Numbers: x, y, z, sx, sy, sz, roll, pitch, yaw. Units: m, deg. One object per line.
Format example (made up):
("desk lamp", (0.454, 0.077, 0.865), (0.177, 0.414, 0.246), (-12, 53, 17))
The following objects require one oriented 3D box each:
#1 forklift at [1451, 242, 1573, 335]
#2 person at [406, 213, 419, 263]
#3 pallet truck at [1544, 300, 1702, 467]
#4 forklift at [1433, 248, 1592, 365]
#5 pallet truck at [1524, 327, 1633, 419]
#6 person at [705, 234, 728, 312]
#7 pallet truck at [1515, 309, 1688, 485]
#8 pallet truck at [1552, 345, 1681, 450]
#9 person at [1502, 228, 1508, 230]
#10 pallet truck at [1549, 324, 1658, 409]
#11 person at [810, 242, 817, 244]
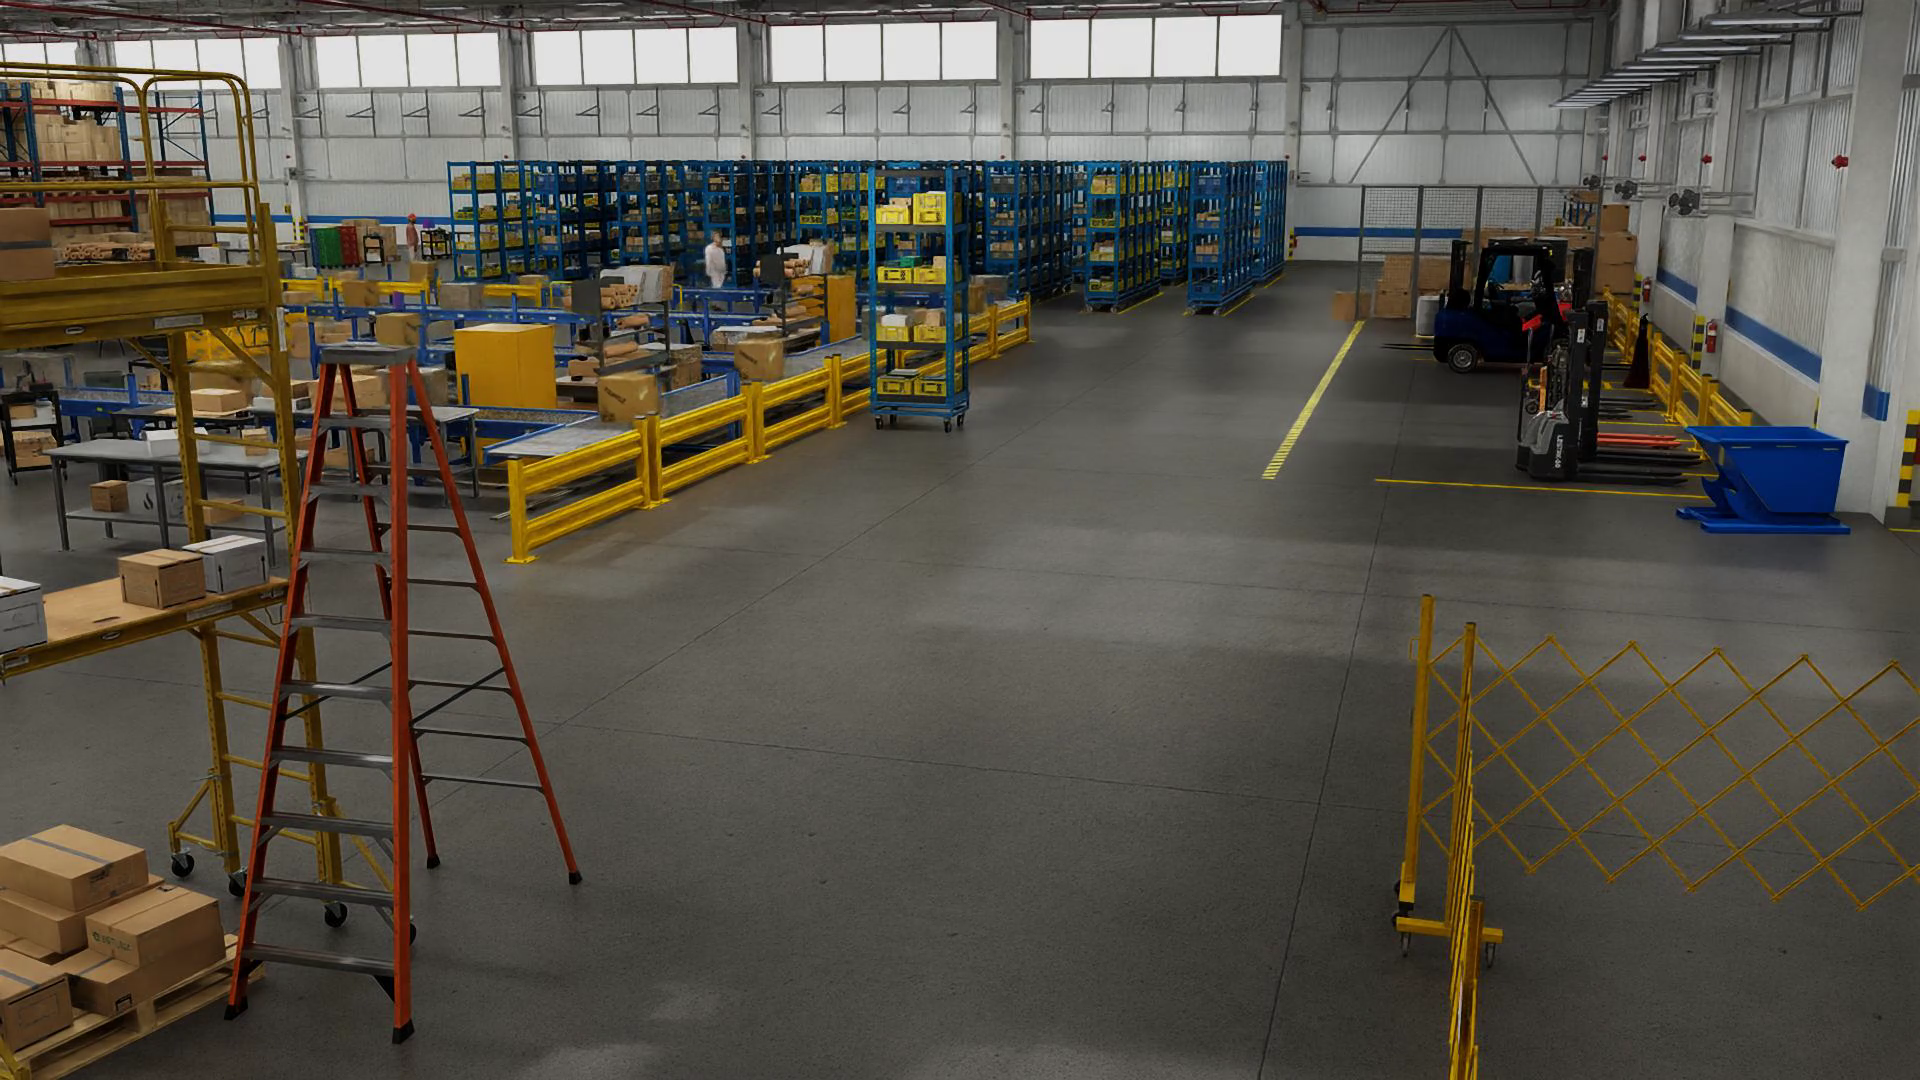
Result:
("forklift", (10.464, -4.597, 31.405), (2.680, 1.987, 1.157), (4, 14, 16))
("person", (-17.013, -9.160, 51.771), (0.381, 1.994, 0.615), (-7, 15, -28))
("pallet truck", (8.263, -1.952, 20.631), (1.885, 1.965, 0.823), (5, 14, 20))
("forklift", (9.780, -4.111, 29.280), (2.680, 1.987, 1.157), (3, 13, 14))
("pallet truck", (9.065, -2.460, 24.370), (1.522, 1.261, 0.704), (3, 13, 14))
("person", (-5.901, -6.502, 40.513), (0.463, 1.889, 0.668), (8, 15, 29))
("pallet truck", (7.554, -1.677, 19.446), (1.885, 1.965, 0.823), (3, 13, 14))
("pallet truck", (8.641, -1.896, 21.908), (1.630, 1.274, 0.653), (4, 14, 16))
("person", (14.727, -7.511, 45.024), (0.576, 1.832, 0.406), (0, 13, -1))
("pallet truck", (9.824, -2.669, 25.407), (1.601, 1.201, 0.680), (4, 14, 16))
("person", (-3.276, -5.973, 38.414), (0.675, 1.810, 0.600), (2, 13, 7))
